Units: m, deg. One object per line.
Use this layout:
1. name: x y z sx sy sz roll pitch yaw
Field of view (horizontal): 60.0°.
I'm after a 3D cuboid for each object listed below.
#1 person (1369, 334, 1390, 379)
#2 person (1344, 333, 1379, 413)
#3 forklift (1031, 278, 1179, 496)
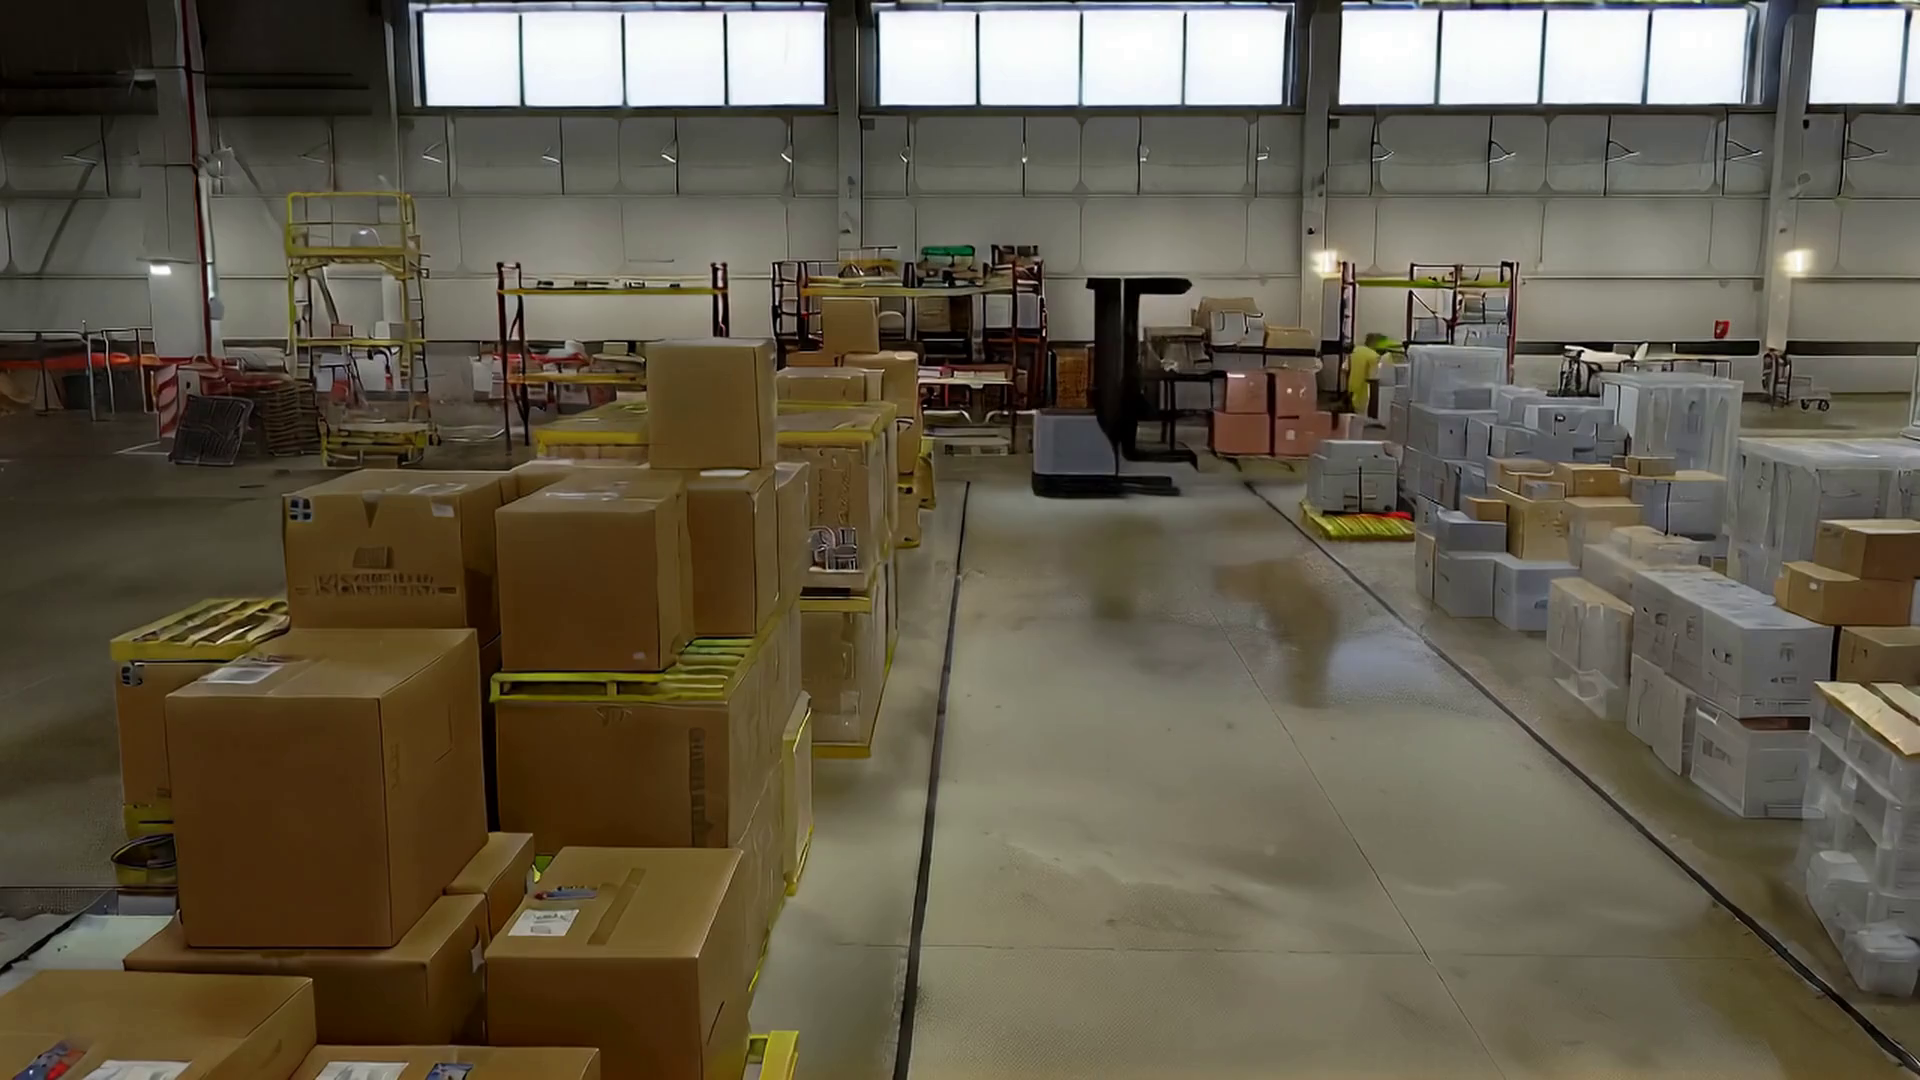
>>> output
1. person: 6.869 -2.451 27.294 0.428 1.885 0.631 2 10 10
2. person: 6.663 -2.472 27.439 0.879 1.878 0.721 -4 10 -24
3. forklift: 1.884 -2.010 21.678 1.873 2.768 1.129 0 9 1
